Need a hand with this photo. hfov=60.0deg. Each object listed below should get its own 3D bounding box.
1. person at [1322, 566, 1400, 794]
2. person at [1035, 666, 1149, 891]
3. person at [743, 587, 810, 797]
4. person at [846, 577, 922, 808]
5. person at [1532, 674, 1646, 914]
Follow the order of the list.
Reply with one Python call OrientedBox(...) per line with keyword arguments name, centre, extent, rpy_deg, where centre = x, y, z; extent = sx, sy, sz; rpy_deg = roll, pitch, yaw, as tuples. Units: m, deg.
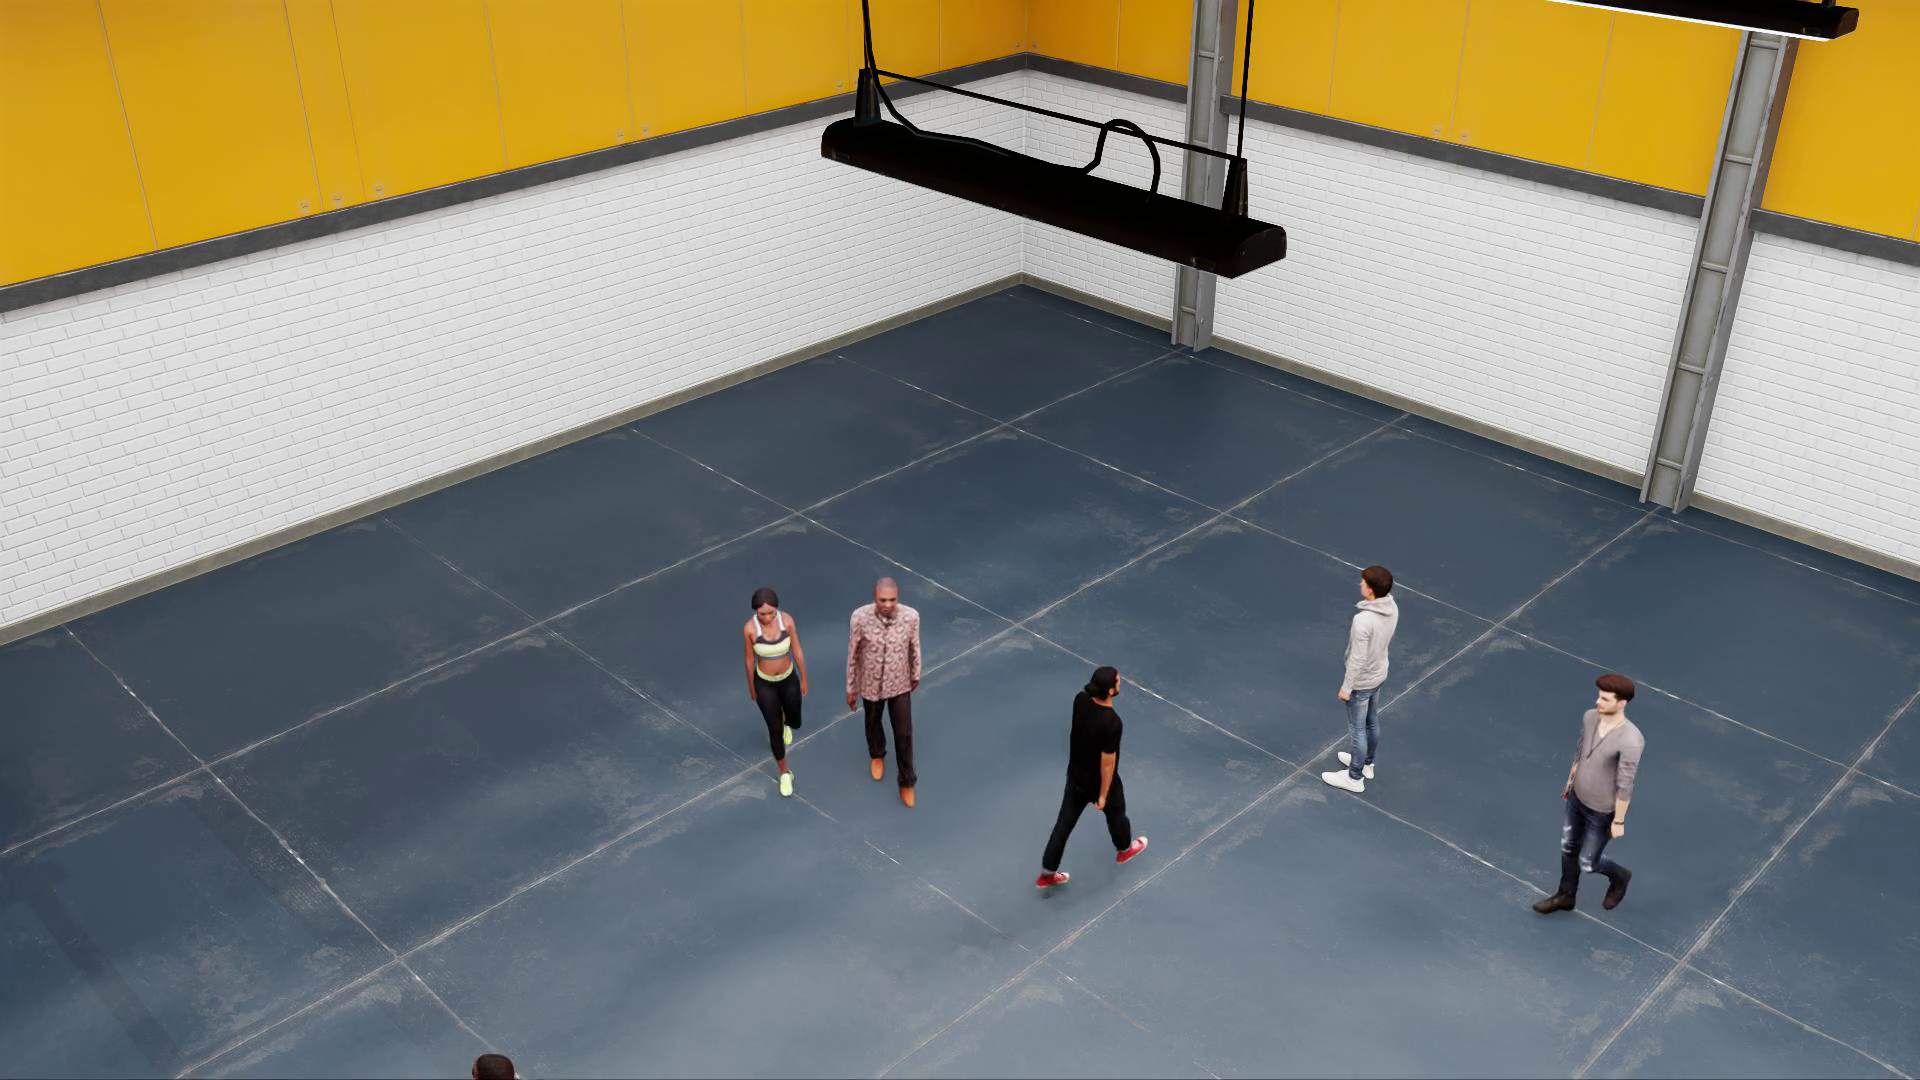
OrientedBox(name="person", centre=(2.994, 1.012, 12.243), extent=(0.618, 1.853, 0.701), rpy_deg=(19, 34, 31))
OrientedBox(name="person", centre=(0.823, 1.642, 11.238), extent=(0.735, 1.709, 1.121), rpy_deg=(-22, 35, -34))
OrientedBox(name="person", centre=(-1.371, 1.031, 12.334), extent=(0.880, 1.732, 1.021), rpy_deg=(-9, 30, -16))
OrientedBox(name="person", centre=(-0.570, 1.003, 12.336), extent=(1.042, 1.780, 1.114), rpy_deg=(-1, 29, -1))
OrientedBox(name="person", centre=(4.251, 1.710, 10.929), extent=(0.989, 1.887, 0.976), rpy_deg=(-8, 30, -15))
